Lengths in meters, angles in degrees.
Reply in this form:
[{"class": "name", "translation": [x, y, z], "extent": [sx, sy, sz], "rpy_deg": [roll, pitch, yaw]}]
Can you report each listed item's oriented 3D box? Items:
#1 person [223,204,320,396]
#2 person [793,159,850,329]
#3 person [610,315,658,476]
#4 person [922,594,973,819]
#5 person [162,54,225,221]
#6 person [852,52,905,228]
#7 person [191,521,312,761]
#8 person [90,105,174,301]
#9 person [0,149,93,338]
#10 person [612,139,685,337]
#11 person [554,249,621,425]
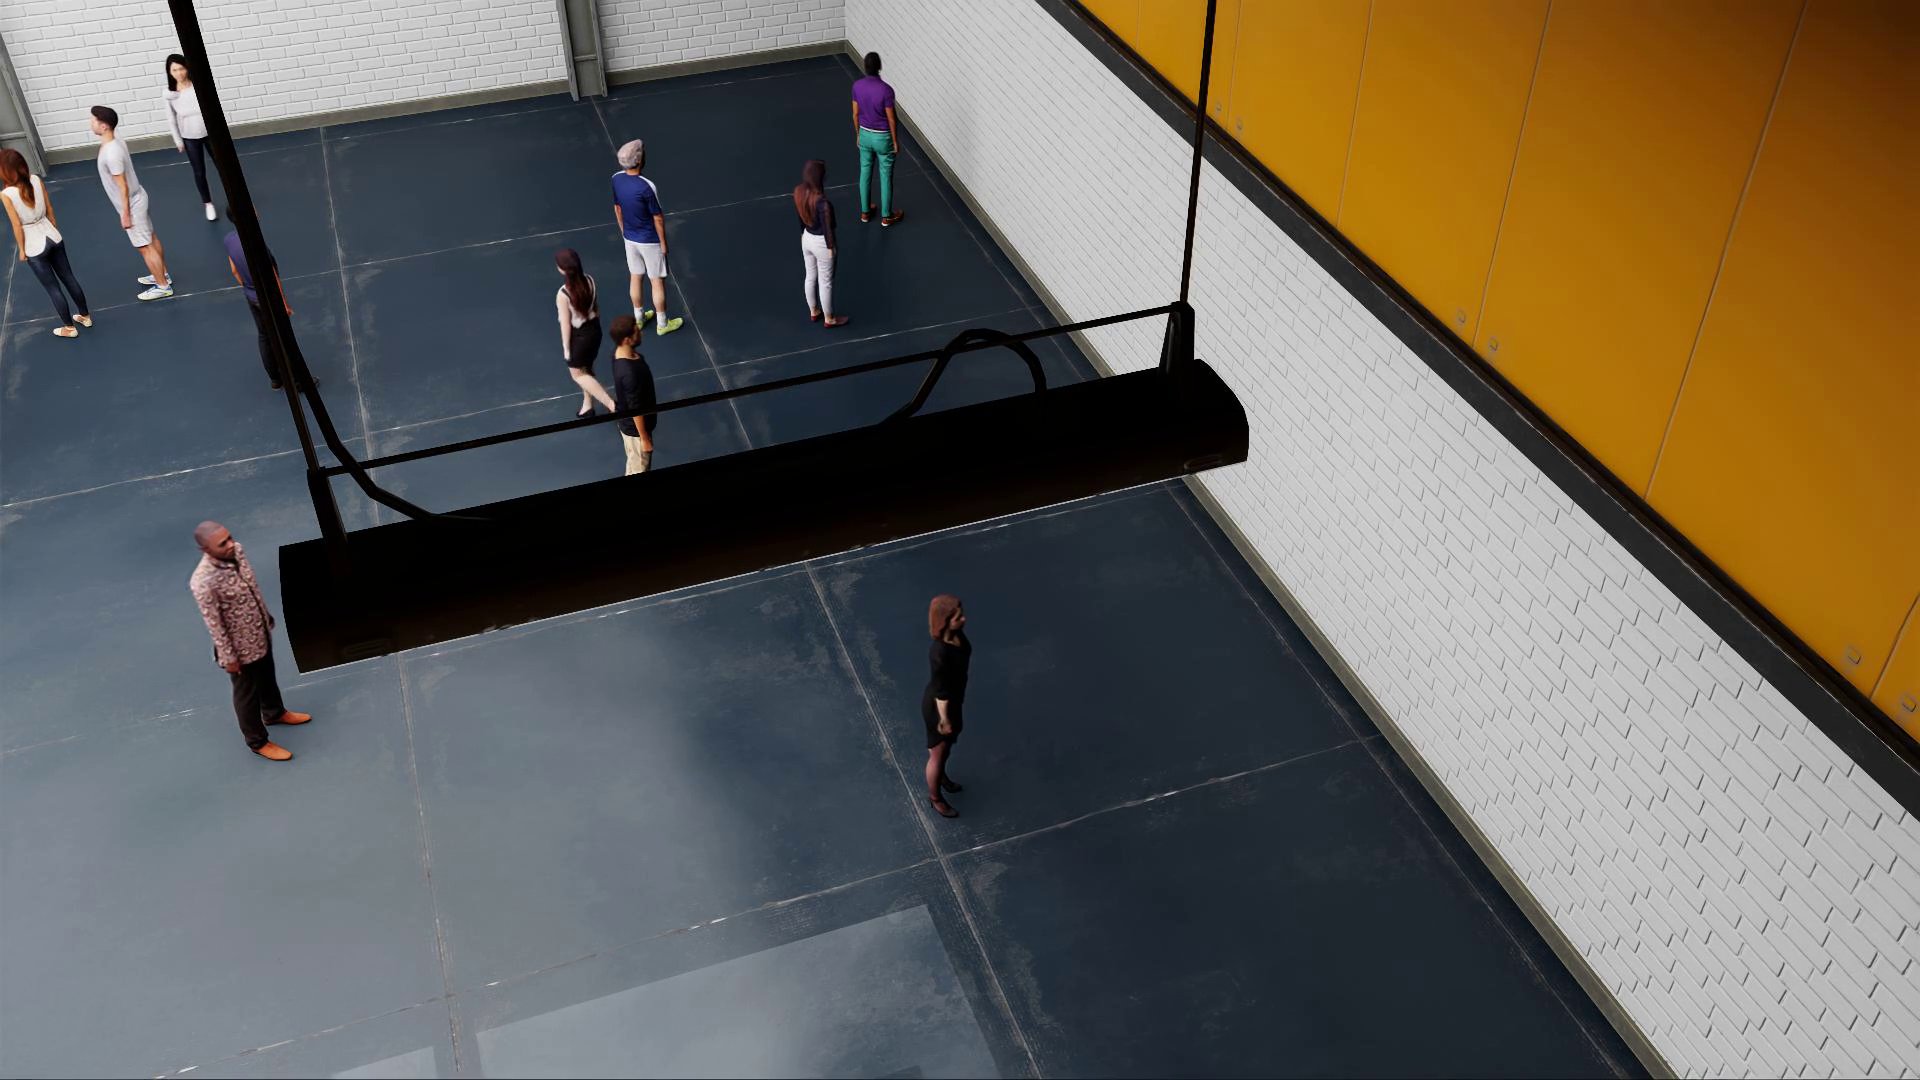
[{"class": "person", "translation": [-5.851, -2.035, 13.967], "extent": [0.709, 1.793, 0.753], "rpy_deg": [19, 42, 22]}, {"class": "person", "translation": [-1.252, -2.655, 14.890], "extent": [0.667, 1.610, 0.676], "rpy_deg": [-31, 48, -33]}, {"class": "person", "translation": [-2.429, -0.858, 12.446], "extent": [0.551, 1.851, 0.638], "rpy_deg": [-11, 40, -14]}, {"class": "person", "translation": [-0.101, 1.002, 10.234], "extent": [0.669, 1.706, 0.662], "rpy_deg": [6, 39, 8]}, {"class": "person", "translation": [-7.556, -4.021, 16.528], "extent": [0.539, 1.700, 0.711], "rpy_deg": [-21, 43, -24]}, {"class": "person", "translation": [-0.827, -3.956, 16.393], "extent": [0.714, 1.767, 0.777], "rpy_deg": [16, 41, 19]}, {"class": "person", "translation": [-4.600, 0.604, 10.651], "extent": [0.751, 1.807, 0.778], "rpy_deg": [3, 39, 4]}, {"class": "person", "translation": [-7.606, -3.106, 15.257], "extent": [0.553, 1.856, 0.669], "rpy_deg": [-12, 40, -15]}, {"class": "person", "translation": [-8.104, -2.622, 14.708], "extent": [0.718, 1.785, 0.664], "rpy_deg": [15, 41, 18]}, {"class": "person", "translation": [-2.808, -2.681, 14.739], "extent": [0.719, 1.839, 0.769], "rpy_deg": [18, 42, 21]}, {"class": "person", "translation": [-3.018, -1.597, 13.543], "extent": [0.909, 1.637, 0.880], "rpy_deg": [21, 43, 24]}]
